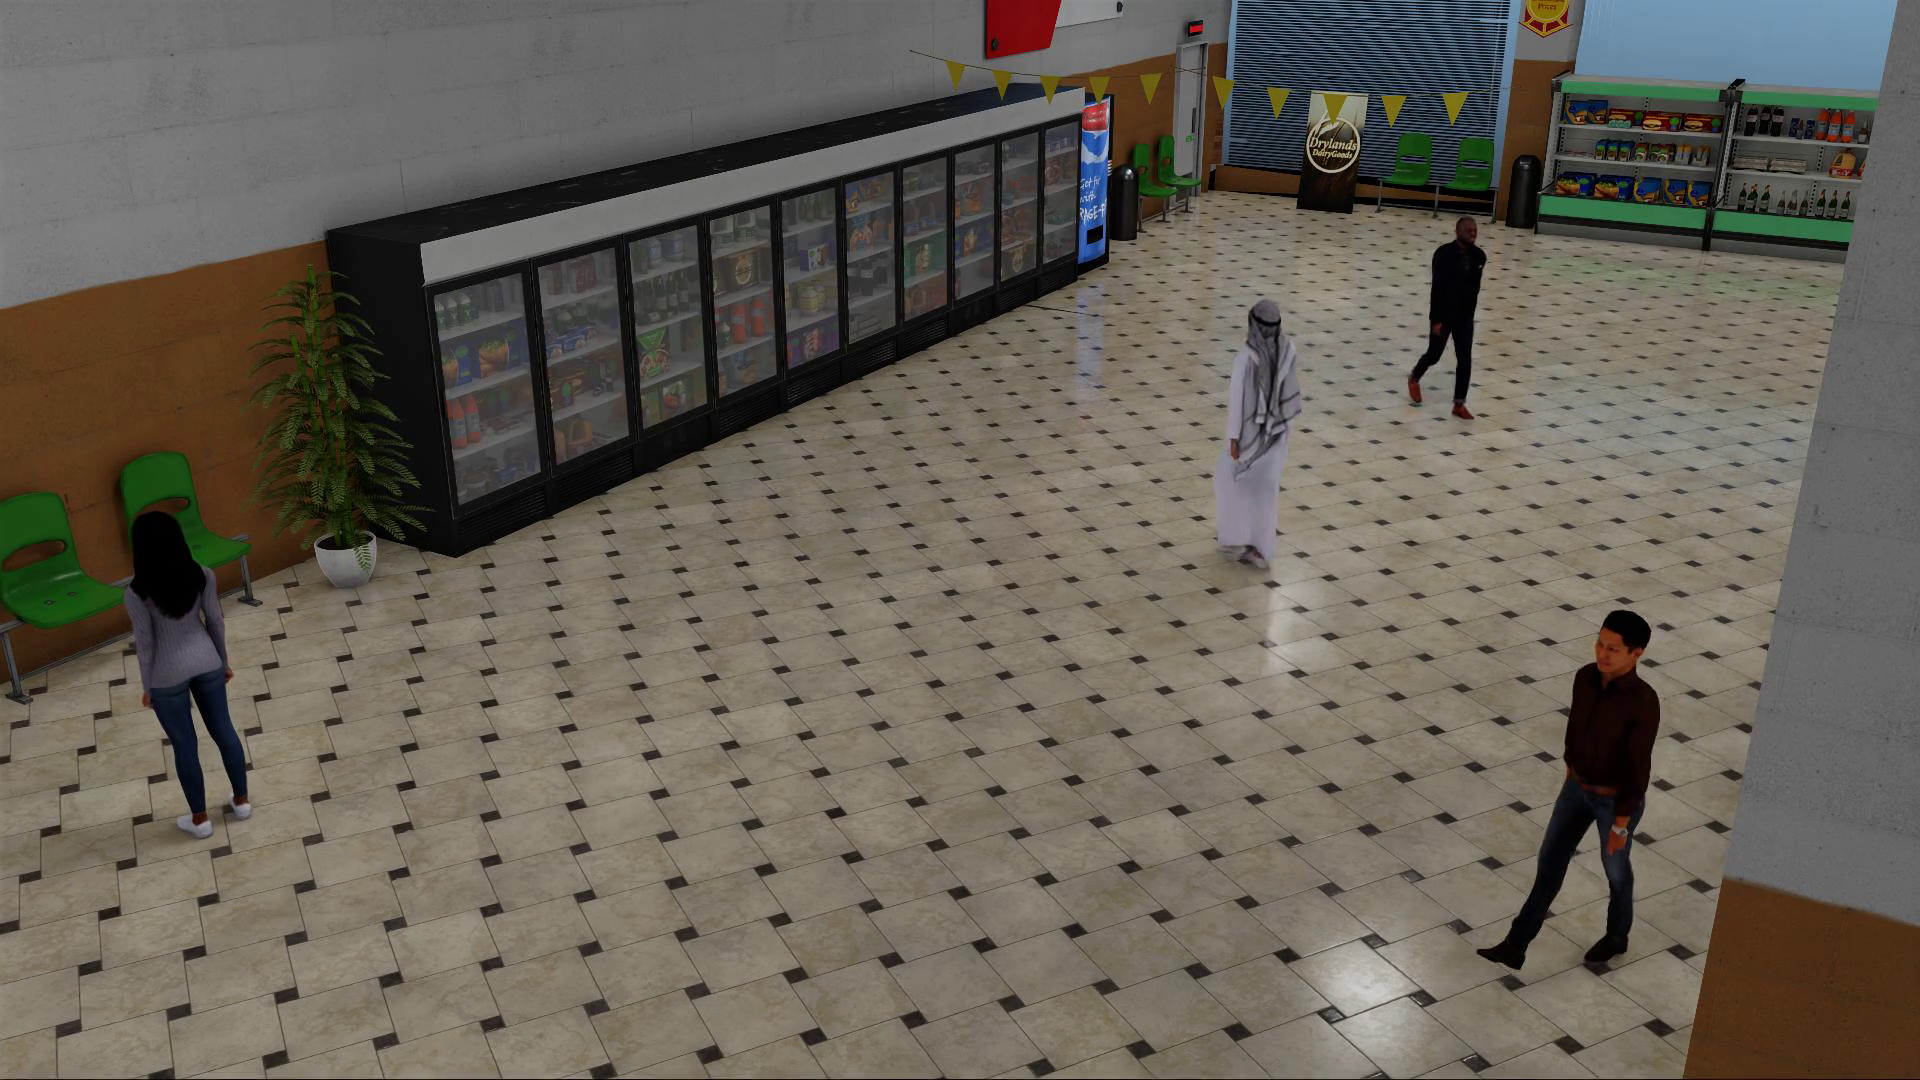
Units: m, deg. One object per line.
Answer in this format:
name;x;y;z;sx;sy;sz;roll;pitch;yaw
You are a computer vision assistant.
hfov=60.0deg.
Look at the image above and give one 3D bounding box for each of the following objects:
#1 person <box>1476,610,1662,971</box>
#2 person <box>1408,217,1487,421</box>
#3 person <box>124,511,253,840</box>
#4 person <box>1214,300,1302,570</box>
person;2.888;1.117;7.297;1.076;1.743;1.103;-11;24;-25
person;4.391;-2.015;15.036;1.178;1.786;1.219;-5;22;-12
person;-3.908;0.678;8.403;0.590;1.735;0.652;18;28;38
person;2.142;-0.699;11.593;0.901;1.910;0.962;-6;23;-15
